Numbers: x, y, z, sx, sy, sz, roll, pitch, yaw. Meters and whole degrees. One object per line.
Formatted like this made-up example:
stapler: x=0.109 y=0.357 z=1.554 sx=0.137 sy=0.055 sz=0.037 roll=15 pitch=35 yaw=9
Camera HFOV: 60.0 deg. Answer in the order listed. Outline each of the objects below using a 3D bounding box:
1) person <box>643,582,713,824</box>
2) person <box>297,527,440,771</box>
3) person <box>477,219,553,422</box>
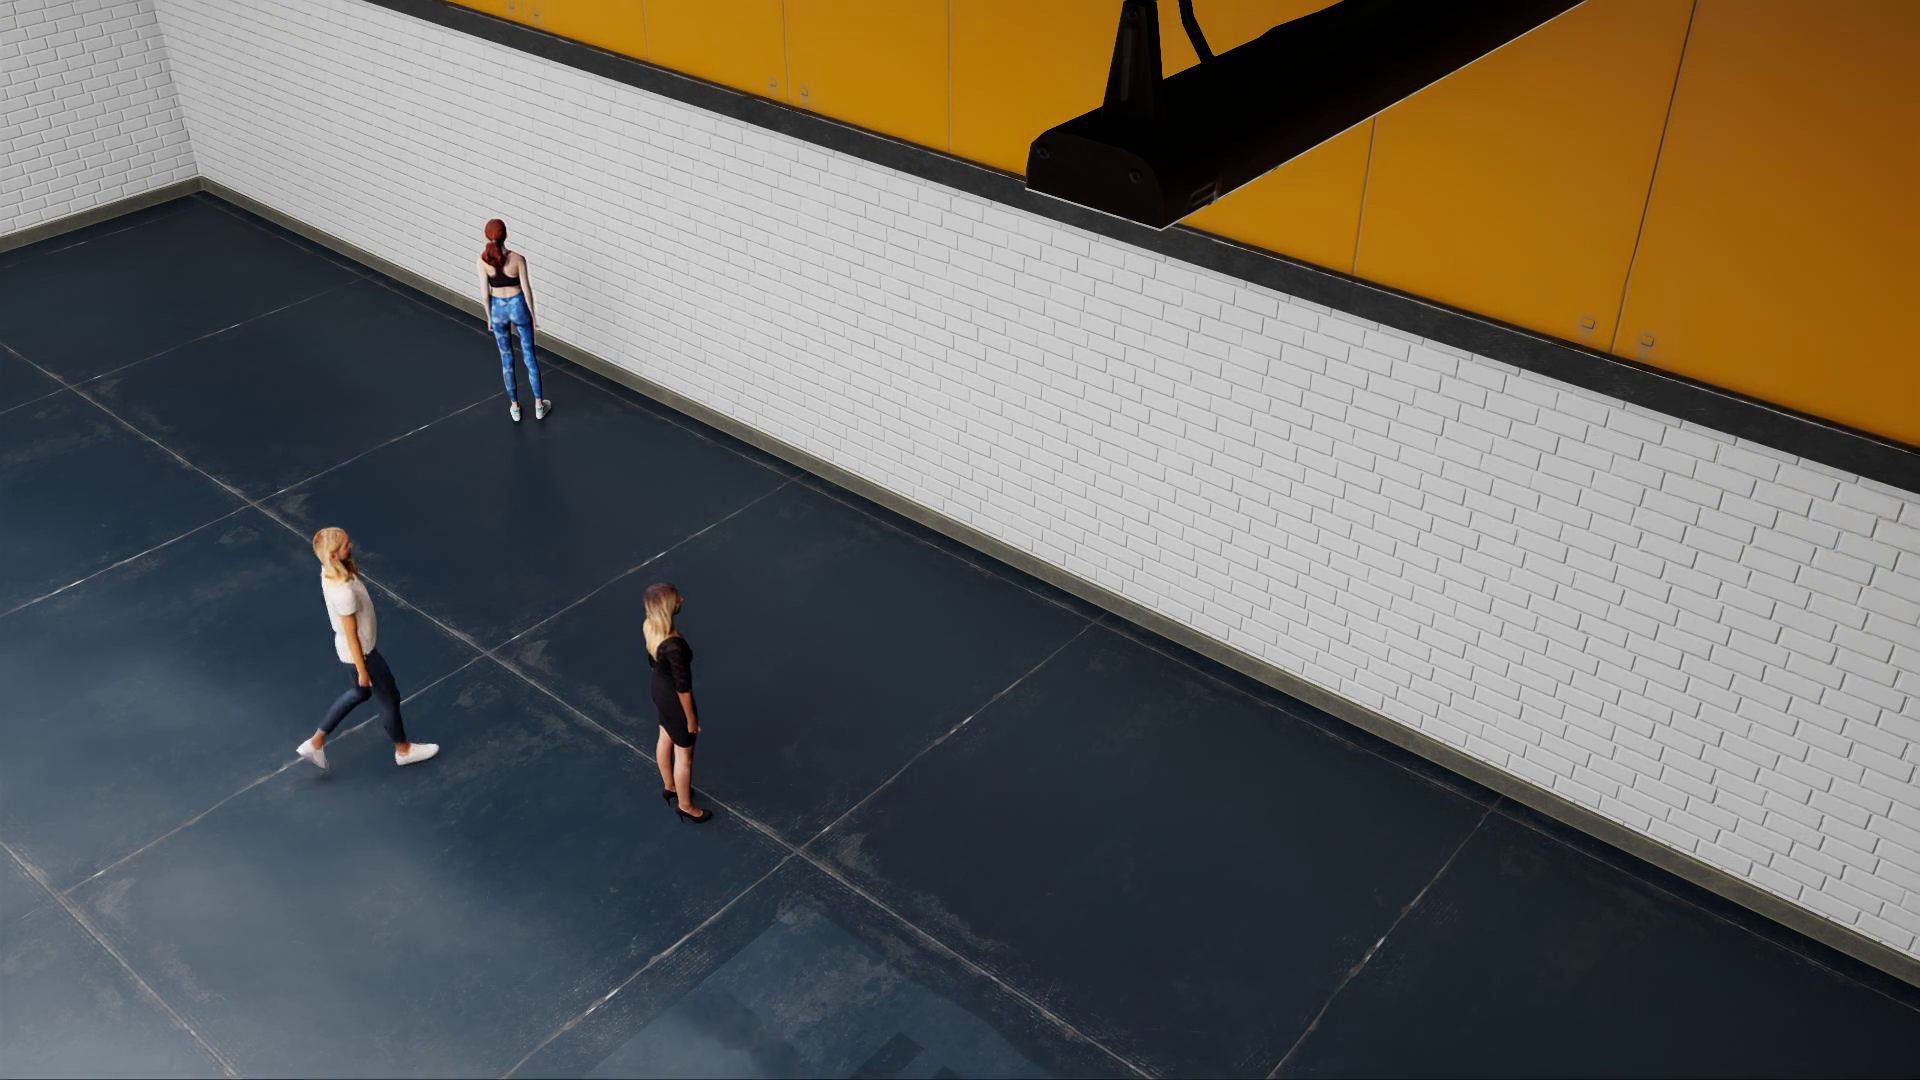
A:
person: x=-1.674 y=0.945 z=9.720 sx=0.563 sy=1.675 sz=0.610 roll=-19 pitch=38 yaw=-26
person: x=-3.701 y=0.702 z=9.980 sx=1.100 sy=1.792 sz=0.811 roll=-18 pitch=38 yaw=-25
person: x=-3.721 y=-1.822 z=13.794 sx=0.678 sy=1.784 sz=0.740 roll=-4 pitch=34 yaw=-6
